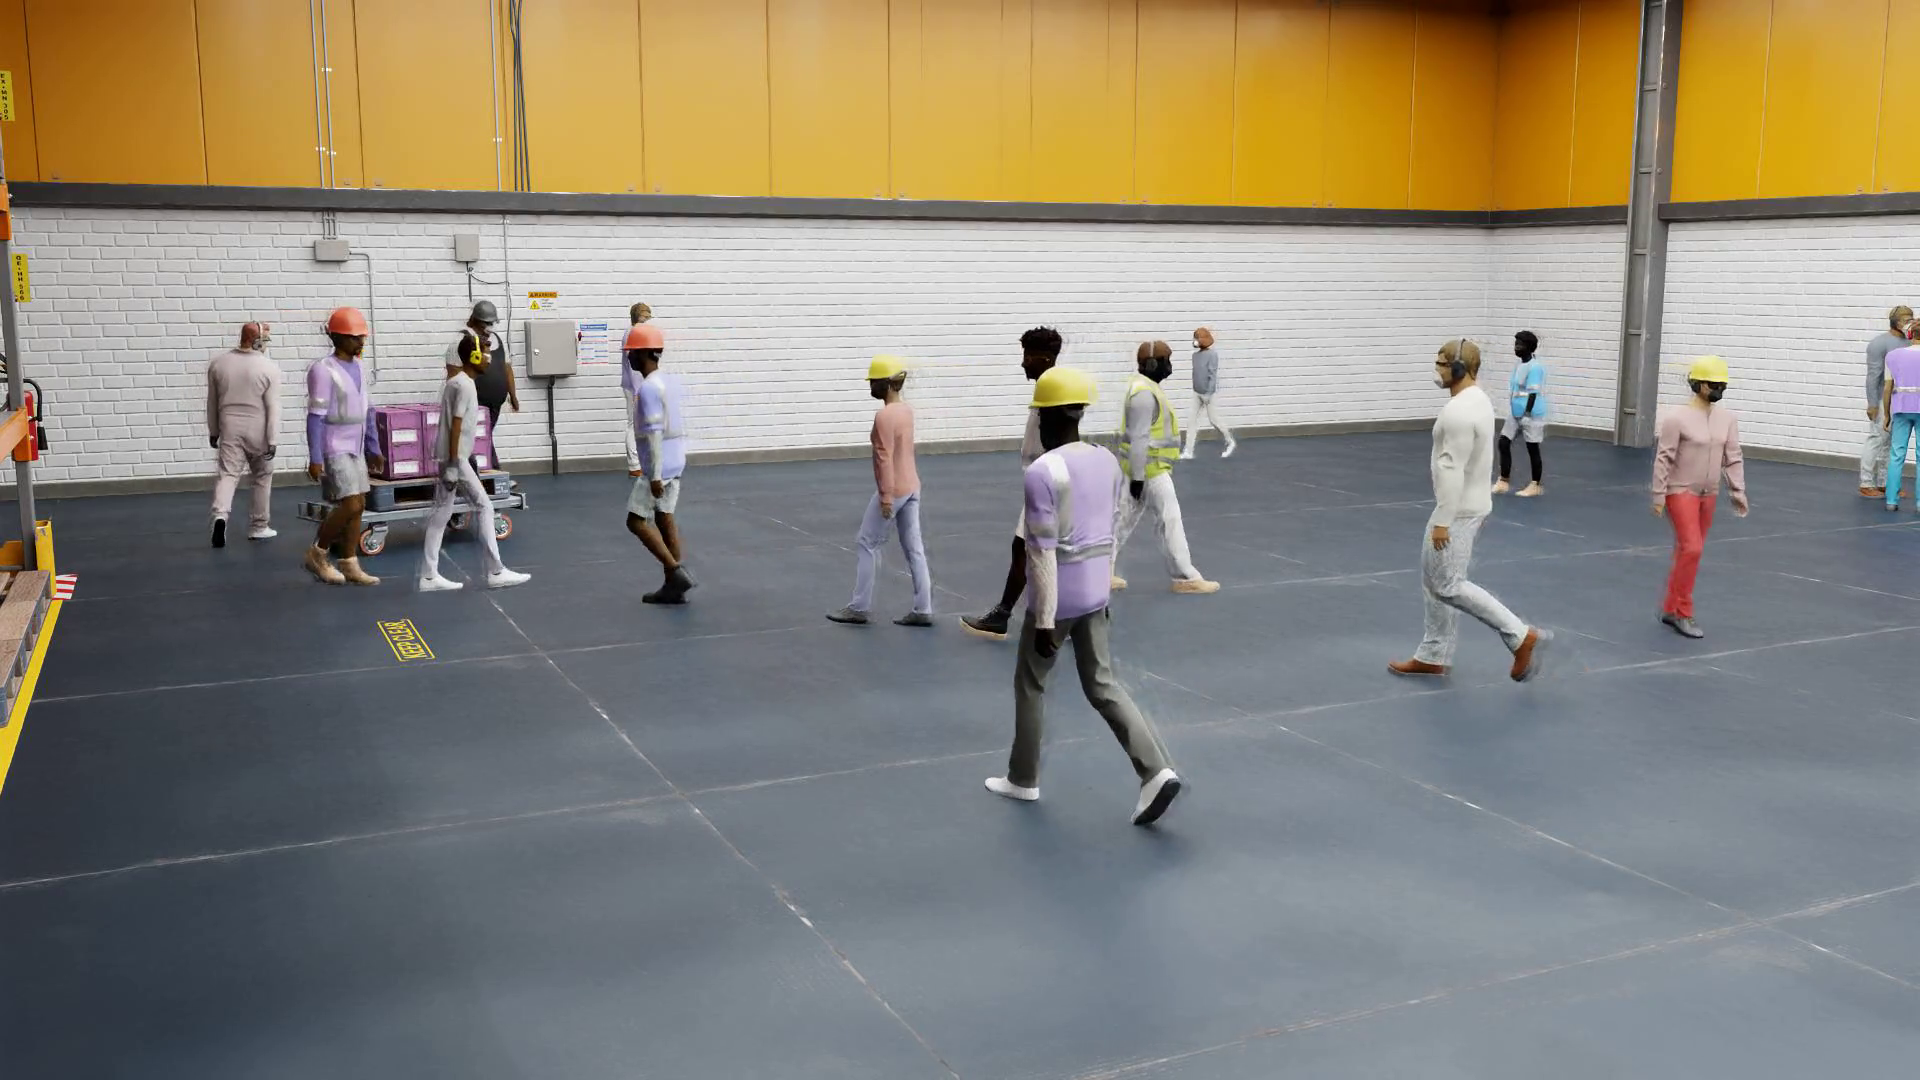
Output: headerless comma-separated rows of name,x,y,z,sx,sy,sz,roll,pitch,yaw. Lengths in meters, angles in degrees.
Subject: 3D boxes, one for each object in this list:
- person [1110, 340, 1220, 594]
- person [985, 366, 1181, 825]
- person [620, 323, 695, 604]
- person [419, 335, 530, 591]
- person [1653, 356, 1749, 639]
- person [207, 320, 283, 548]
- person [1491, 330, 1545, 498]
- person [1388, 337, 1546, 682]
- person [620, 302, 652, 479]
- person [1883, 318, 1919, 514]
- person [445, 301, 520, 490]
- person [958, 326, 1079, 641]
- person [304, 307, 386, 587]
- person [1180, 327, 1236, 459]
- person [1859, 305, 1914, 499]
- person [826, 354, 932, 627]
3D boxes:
person,1.338,-0.513,11.748,0.945,1.797,0.639,1,9,6
person,0.507,0.226,6.878,0.928,1.890,0.592,9,13,43
person,-2.066,-0.495,11.238,0.434,1.924,0.555,1,9,8
person,-3.488,-0.546,11.852,0.846,1.817,0.513,-5,10,-27
person,4.624,-0.268,10.356,0.536,1.746,0.656,-3,10,-20
person,-5.936,-0.881,13.786,0.693,1.871,0.868,0,9,-1
person,5.547,-1.247,16.614,0.656,1.671,0.558,-1,9,-7
person,2.780,-0.140,9.048,0.760,1.915,0.634,4,10,21
person,-3.538,-1.640,18.294,0.377,1.934,0.629,-1,9,-6
person,8.955,-1.162,15.610,0.566,1.841,0.390,8,12,41
person,-4.867,-1.505,17.125,1.014,2.000,0.773,5,11,29
person,0.420,-0.330,10.166,0.917,1.925,0.637,2,9,10
person,-4.364,-0.646,11.852,0.490,2.020,0.648,2,9,10
person,3.010,-1.783,20.206,0.776,1.607,0.507,-5,11,-30
person,9.318,-1.380,16.662,0.635,1.936,0.355,-4,10,-24
person,-0.517,-0.307,10.600,0.773,1.733,0.557,3,10,20
